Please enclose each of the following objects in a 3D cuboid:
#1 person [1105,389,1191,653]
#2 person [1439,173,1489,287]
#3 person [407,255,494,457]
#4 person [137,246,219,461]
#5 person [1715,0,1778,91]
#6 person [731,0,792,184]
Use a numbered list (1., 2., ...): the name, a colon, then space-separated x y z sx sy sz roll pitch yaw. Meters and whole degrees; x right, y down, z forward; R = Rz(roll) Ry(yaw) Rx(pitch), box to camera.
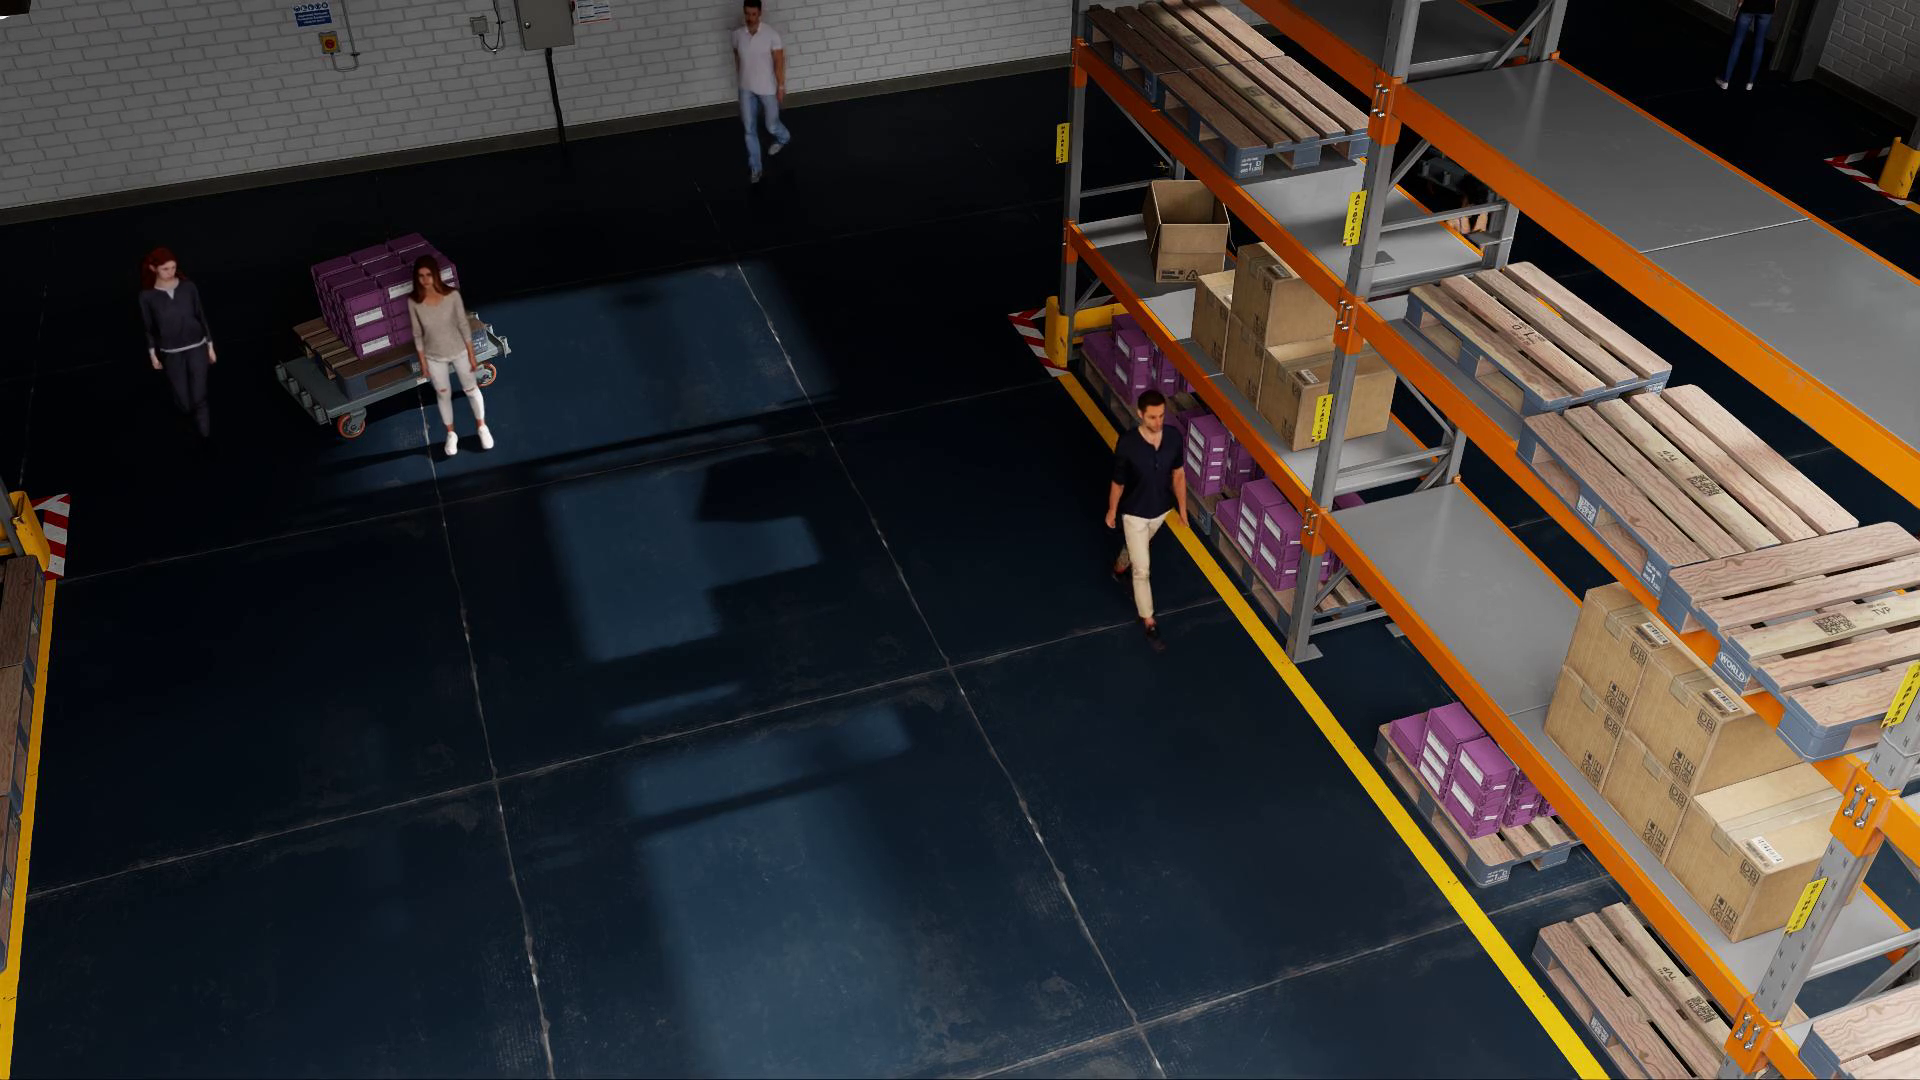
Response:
1. person: 1.196 -0.247 11.059 0.677 1.806 1.132 -14 41 -17
2. person: 4.069 -2.081 13.450 0.704 1.689 1.122 -21 43 -24
3. person: -3.886 -1.424 12.614 0.607 1.707 0.580 -8 39 -10
4. person: -5.885 -1.450 12.607 0.688 1.755 0.796 -17 42 -20
5. person: 8.612 -5.725 17.986 0.682 1.722 0.690 6 39 7
6. person: -1.953 -4.478 16.346 1.038 1.821 1.193 11 40 13
